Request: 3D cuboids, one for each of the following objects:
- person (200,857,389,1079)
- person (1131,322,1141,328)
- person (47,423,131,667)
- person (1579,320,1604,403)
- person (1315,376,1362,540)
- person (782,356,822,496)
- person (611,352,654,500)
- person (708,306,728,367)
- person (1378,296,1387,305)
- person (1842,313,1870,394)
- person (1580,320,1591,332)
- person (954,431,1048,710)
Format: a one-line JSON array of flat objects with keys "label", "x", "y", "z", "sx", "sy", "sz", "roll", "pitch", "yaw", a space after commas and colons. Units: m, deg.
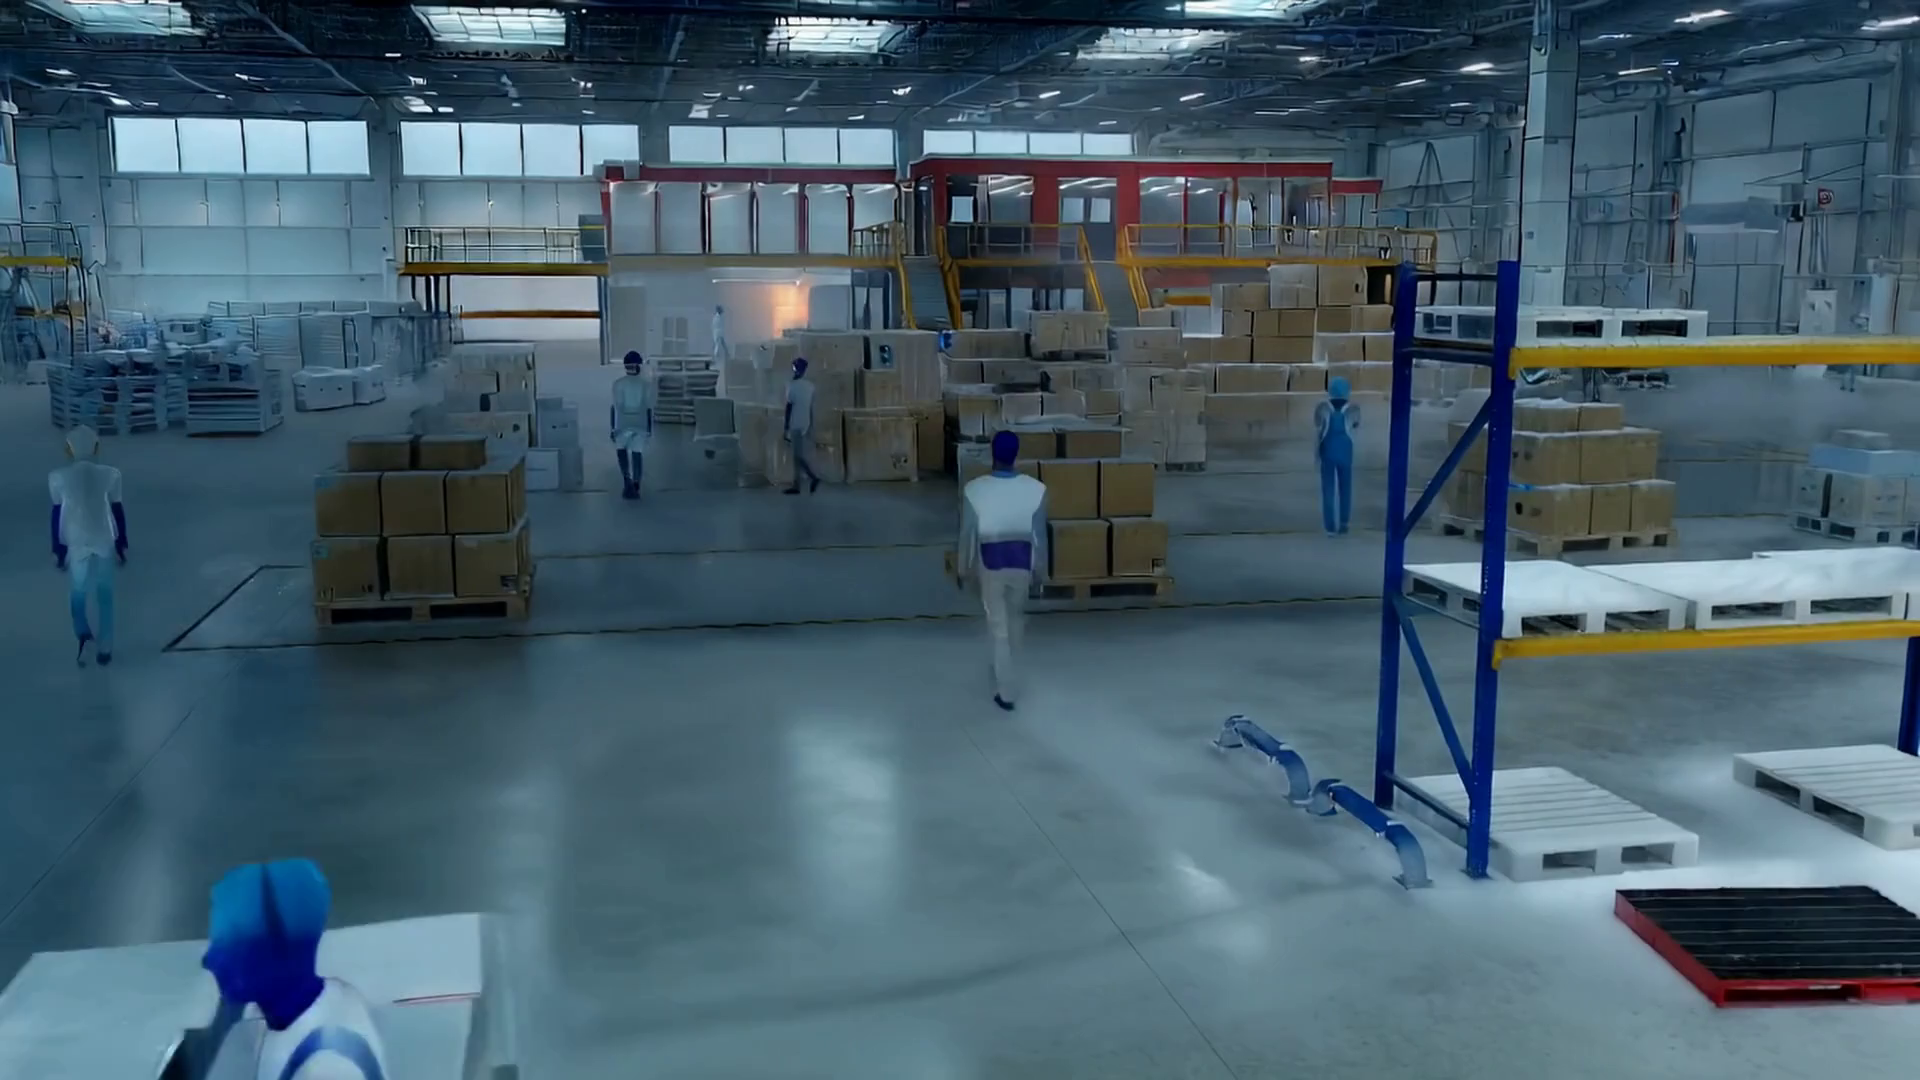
[{"label": "person", "x": -1.339, "y": 1.539, "z": 3.335, "sx": 0.652, "sy": 1.858, "sz": 0.604, "roll": -4, "pitch": 10, "yaw": -23}, {"label": "person", "x": 3.580, "y": -3.516, "z": 34.091, "sx": 0.638, "sy": 1.885, "sz": 1.027, "roll": -3, "pitch": 10, "yaw": -18}, {"label": "person", "x": -6.479, "y": 0.055, "z": 12.421, "sx": 0.517, "sy": 1.852, "sz": 0.492, "roll": -5, "pitch": 11, "yaw": -29}, {"label": "person", "x": 12.869, "y": -3.507, "z": 33.833, "sx": 0.603, "sy": 1.949, "sz": 0.384, "roll": -4, "pitch": 10, "yaw": -22}, {"label": "person", "x": 4.229, "y": -0.935, "z": 18.637, "sx": 0.510, "sy": 1.794, "sz": 0.960, "roll": 3, "pitch": 10, "yaw": 15}, {"label": "person", "x": -2.079, "y": -1.475, "z": 21.724, "sx": 0.628, "sy": 1.854, "sz": 0.542, "roll": 6, "pitch": 11, "yaw": 33}, {"label": "person", "x": -4.253, "y": -1.478, "z": 21.570, "sx": 0.566, "sy": 1.912, "sz": 0.494, "roll": -3, "pitch": 10, "yaw": -19}, {"label": "person", "x": -7.146, "y": -6.100, "z": 49.945, "sx": 0.939, "sy": 1.840, "sz": 0.589, "roll": -2, "pitch": 10, "yaw": -14}, {"label": "person", "x": 14.586, "y": -7.450, "z": 57.734, "sx": 0.395, "sy": 1.990, "sz": 0.622, "roll": 2, "pitch": 10, "yaw": 11}, {"label": "person", "x": 21.298, "y": -4.435, "z": 39.590, "sx": 0.611, "sy": 1.910, "sz": 0.476, "roll": 2, "pitch": 9, "yaw": 9}, {"label": "person", "x": 17.974, "y": -5.650, "z": 47.277, "sx": 0.662, "sy": 1.819, "sz": 0.728, "roll": -8, "pitch": 12, "yaw": -41}, {"label": "person", "x": 0.260, "y": 0.184, "z": 11.562, "sx": 0.596, "sy": 1.881, "sz": 0.931, "roll": -3, "pitch": 10, "yaw": -17}]
